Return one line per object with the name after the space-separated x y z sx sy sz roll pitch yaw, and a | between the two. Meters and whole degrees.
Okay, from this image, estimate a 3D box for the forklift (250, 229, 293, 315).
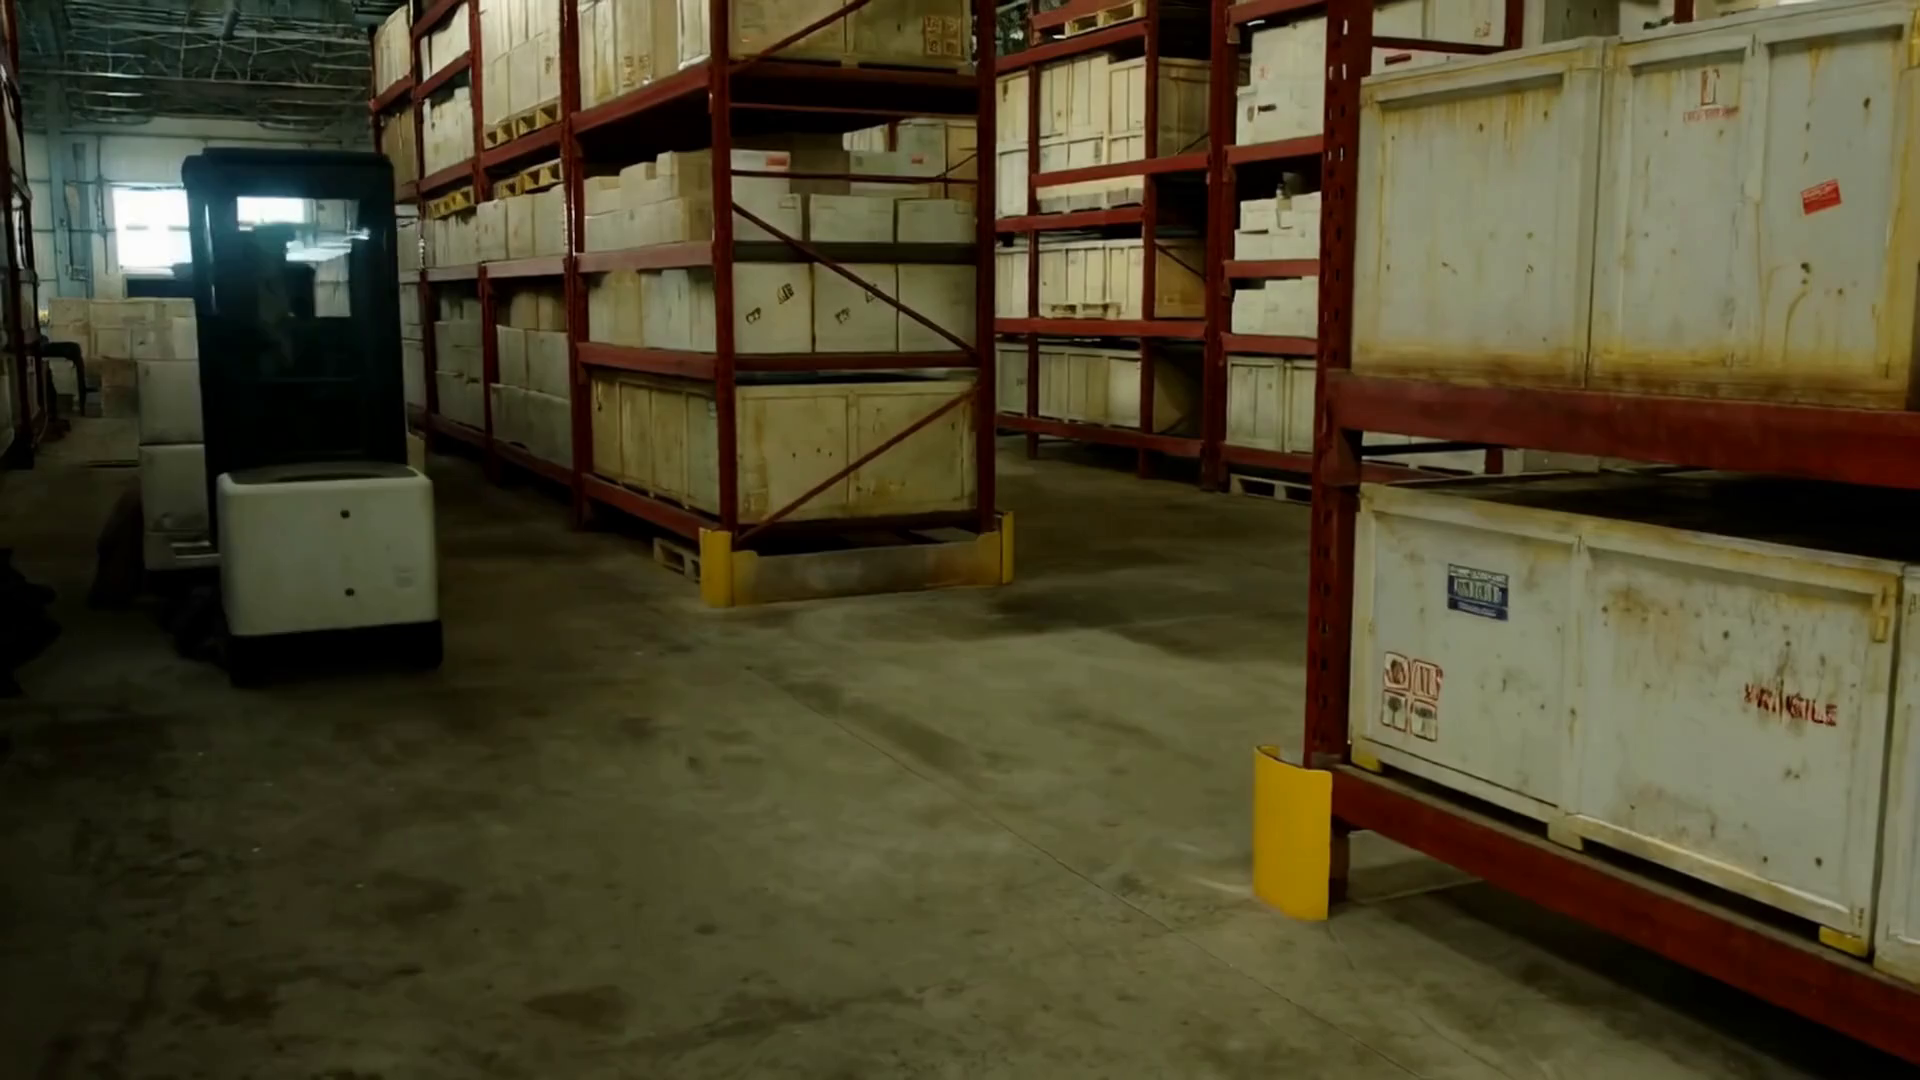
-8.159 -2.280 19.810 1.873 2.768 1.129 -4 9 -26 | forklift

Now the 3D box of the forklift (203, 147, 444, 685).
-3.616 -0.750 9.259 1.129 2.768 1.873 -4 9 -26 | forklift

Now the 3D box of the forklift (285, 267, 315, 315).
-16.872 -5.598 42.692 1.129 2.768 1.873 7 11 39 | forklift
